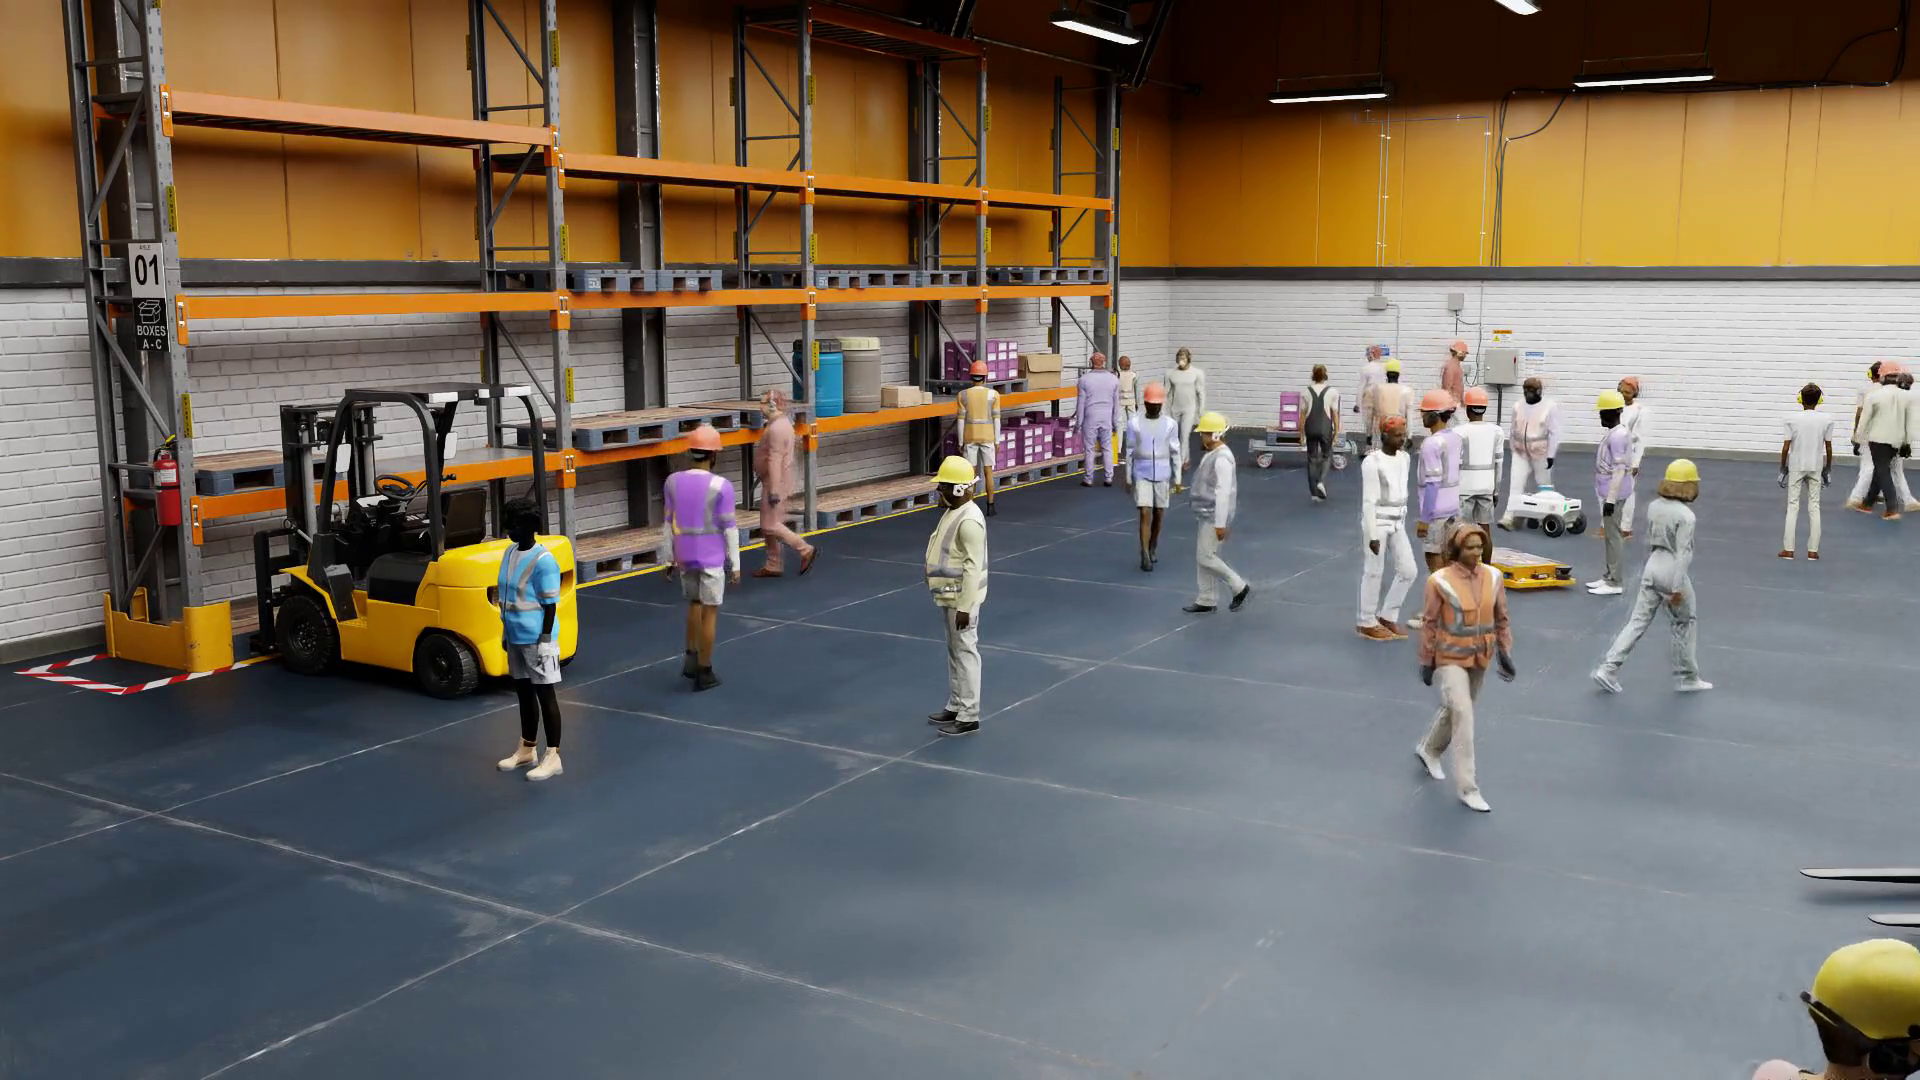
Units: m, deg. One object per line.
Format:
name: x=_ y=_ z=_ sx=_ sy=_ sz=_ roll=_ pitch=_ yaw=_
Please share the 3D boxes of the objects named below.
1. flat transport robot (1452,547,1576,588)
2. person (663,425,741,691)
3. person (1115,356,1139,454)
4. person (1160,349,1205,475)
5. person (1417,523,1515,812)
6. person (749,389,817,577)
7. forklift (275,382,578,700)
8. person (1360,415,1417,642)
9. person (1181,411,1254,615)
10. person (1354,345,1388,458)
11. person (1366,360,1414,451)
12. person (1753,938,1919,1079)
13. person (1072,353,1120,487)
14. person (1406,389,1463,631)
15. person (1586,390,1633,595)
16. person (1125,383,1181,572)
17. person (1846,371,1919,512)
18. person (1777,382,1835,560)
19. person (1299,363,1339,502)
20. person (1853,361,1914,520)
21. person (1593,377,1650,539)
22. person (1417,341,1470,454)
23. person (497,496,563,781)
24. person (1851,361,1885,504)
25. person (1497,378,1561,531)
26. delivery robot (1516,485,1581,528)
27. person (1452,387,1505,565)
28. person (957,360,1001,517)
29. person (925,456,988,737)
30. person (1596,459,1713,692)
flat transport robot: x=5.356 y=0.251 z=16.419 sx=0.652 sy=0.197 sz=1.431 roll=-3 pitch=9 yaw=-16
person: x=-1.851 y=0.128 z=12.053 sx=0.581 sy=1.916 sz=0.470 roll=3 pitch=10 yaw=20
person: x=2.746 y=-2.248 z=27.755 sx=0.513 sy=1.641 sz=0.309 roll=-2 pitch=9 yaw=-10
person: x=3.367 y=-1.952 z=25.155 sx=0.651 sy=1.890 sz=1.036 roll=4 pitch=10 yaw=25
person: x=2.873 y=0.677 z=9.599 sx=0.513 sy=1.604 sz=0.826 roll=-3 pitch=10 yaw=-20
person: x=-1.766 y=-0.544 z=16.342 sx=0.594 sy=1.885 sz=0.657 roll=0 pitch=9 yaw=-1
forklift: x=-3.974 y=-0.067 z=12.417 sx=2.313 sy=2.155 sz=1.214 roll=5 pitch=11 yaw=30
person: x=3.480 y=-0.081 z=13.506 sx=0.613 sy=1.867 sz=0.532 roll=-7 pitch=12 yaw=-38
person: x=2.249 y=-0.221 z=14.545 sx=0.525 sy=1.816 sz=0.600 roll=0 pitch=9 yaw=0
person: x=6.698 y=-2.195 z=26.734 sx=0.633 sy=1.870 sz=0.840 roll=-6 pitch=11 yaw=-32
person: x=5.673 y=-1.438 z=21.954 sx=0.609 sy=1.870 sz=0.974 roll=3 pitch=10 yaw=18
person: x=1.669 y=1.623 z=3.320 sx=0.844 sy=1.736 sz=0.530 roll=-2 pitch=9 yaw=-11
person: x=1.936 y=-1.669 z=23.429 sx=0.677 sy=1.907 sz=0.592 roll=-3 pitch=9 yaw=-16
person: x=3.999 y=-0.251 z=14.034 sx=0.388 sy=2.045 sz=0.605 roll=7 pitch=11 yaw=36
person: x=6.101 y=-0.443 z=15.605 sx=0.384 sy=1.924 sz=0.589 roll=3 pitch=10 yaw=20
person: x=1.971 y=-0.652 z=17.077 sx=0.559 sy=1.918 sz=0.865 roll=0 pitch=9 yaw=-2
person: x=11.755 y=-1.236 z=21.024 sx=0.959 sy=1.781 sz=0.639 roll=3 pitch=10 yaw=18
person: x=8.886 y=-0.718 z=17.488 sx=0.513 sy=1.872 sz=0.328 roll=3 pitch=9 yaw=16
person: x=4.716 y=-1.405 z=21.877 sx=0.526 sy=1.830 sz=0.406 roll=3 pitch=10 yaw=18
person: x=11.380 y=-1.230 z=20.469 sx=0.633 sy=1.947 sz=1.018 roll=-1 pitch=9 yaw=-5
person: x=7.398 y=-0.898 z=18.633 sx=0.568 sy=1.860 sz=0.613 roll=-4 pitch=10 yaw=-24
person: x=7.901 y=-2.244 z=26.848 sx=0.998 sy=1.941 sz=0.594 roll=3 pitch=9 yaw=17
person: x=-2.576 y=0.578 z=9.935 sx=0.533 sy=1.698 sz=0.318 roll=9 pitch=13 yaw=44
person: x=11.950 y=-1.404 z=21.770 sx=0.512 sy=1.872 sz=0.330 roll=2 pitch=9 yaw=10
person: x=6.678 y=-0.993 z=19.445 sx=0.639 sy=1.791 sz=0.957 roll=8 pitch=12 yaw=42
delivery robot: x=6.801 y=-0.389 z=19.237 sx=0.477 sy=0.478 sz=0.707 roll=-6 pitch=11 yaw=-35
person: x=4.873 y=-0.483 z=15.813 sx=0.544 sy=1.939 sz=0.354 roll=-1 pitch=9 yaw=-9
person: x=0.232 y=-1.251 z=20.604 sx=0.542 sy=1.939 sz=0.363 roll=0 pitch=9 yaw=2
person: x=-0.025 y=0.363 z=10.852 sx=0.403 sy=1.835 sz=0.588 roll=-2 pitch=9 yaw=-11
person: x=5.004 y=0.264 z=11.875 sx=0.876 sy=1.706 sz=0.500 roll=-3 pitch=10 yaw=-17
